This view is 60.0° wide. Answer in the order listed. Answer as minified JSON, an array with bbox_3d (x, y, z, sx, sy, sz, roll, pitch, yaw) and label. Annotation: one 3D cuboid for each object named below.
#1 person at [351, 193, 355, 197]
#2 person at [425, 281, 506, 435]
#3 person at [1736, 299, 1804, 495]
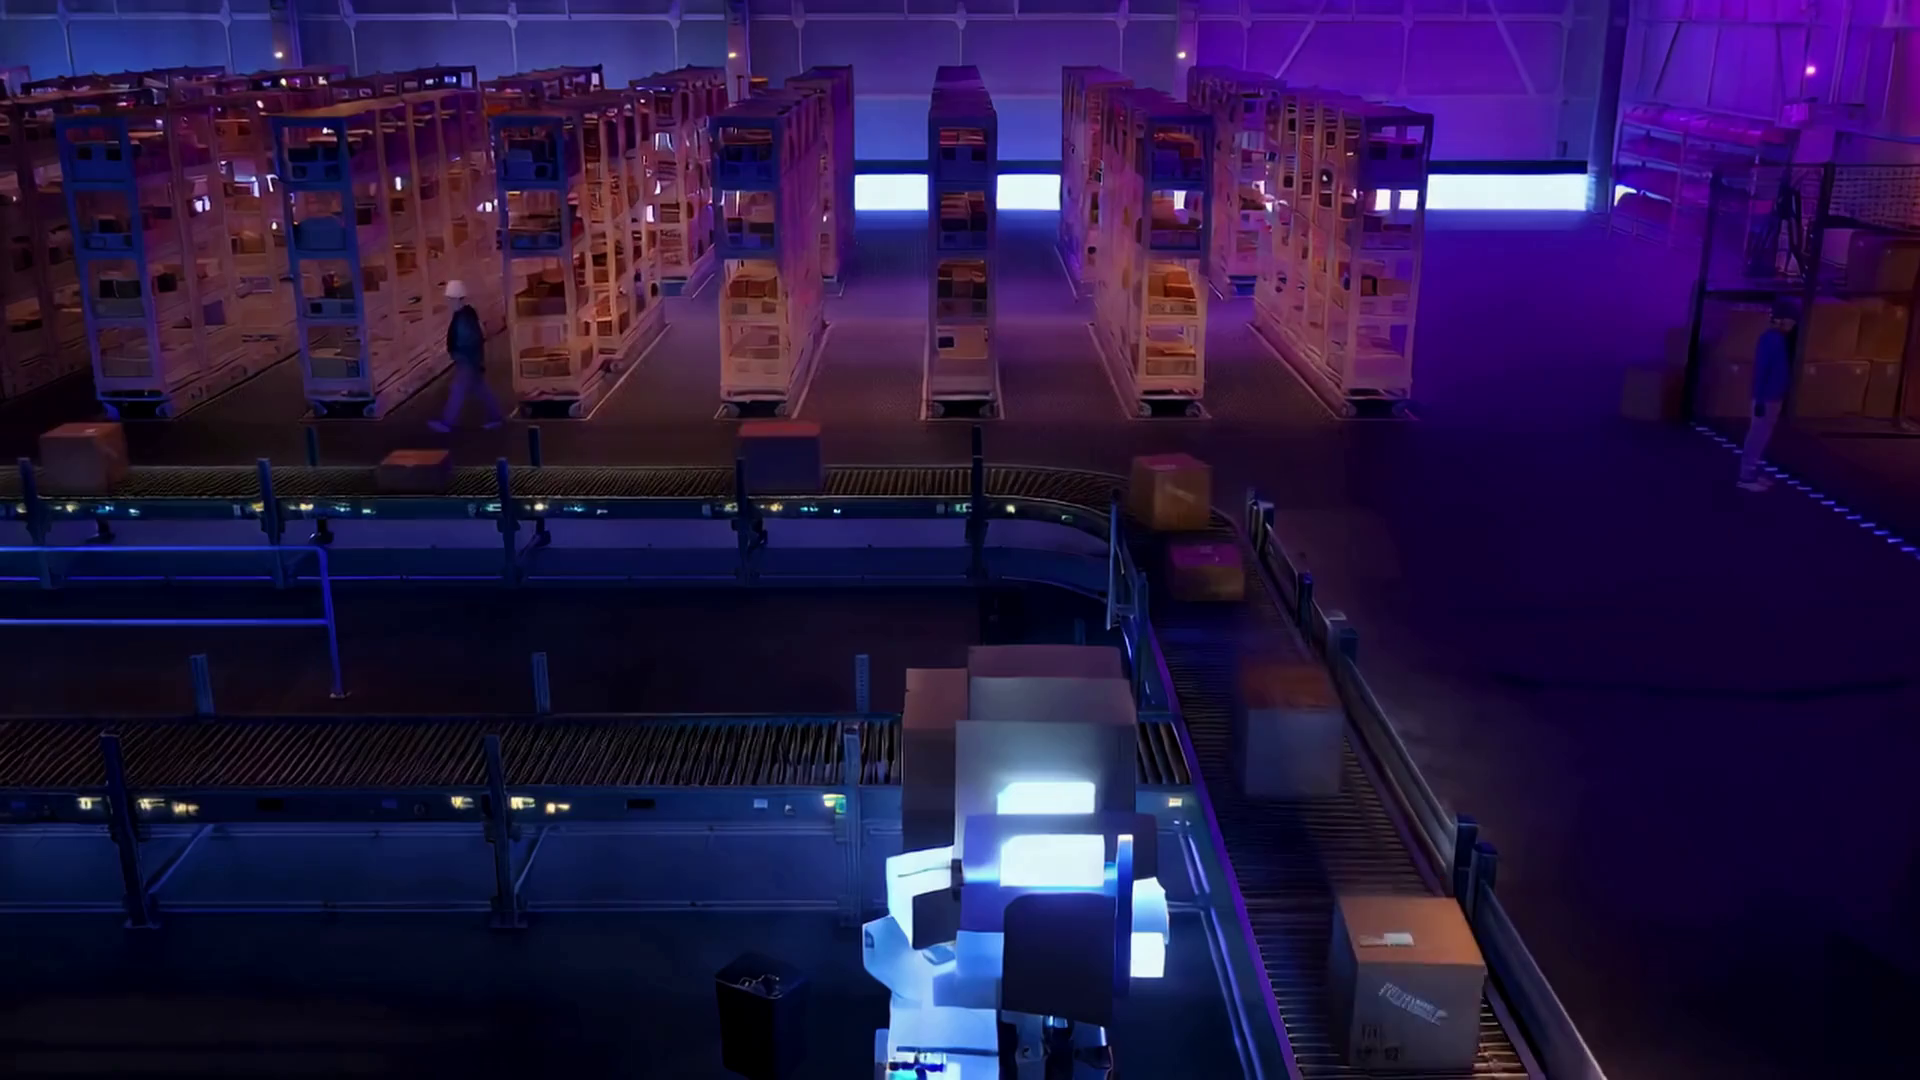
[{"bbox_3d":[-12.408,-7.109,34.616,0.844,1.799,0.607,-1,18,-2],"label":"person"},{"bbox_3d":[-5.766,-2.113,19.257,0.942,1.782,0.589,-7,19,-19],"label":"person"},{"bbox_3d":[8.259,-1.466,16.932,0.396,1.992,0.623,17,24,42],"label":"person"}]
